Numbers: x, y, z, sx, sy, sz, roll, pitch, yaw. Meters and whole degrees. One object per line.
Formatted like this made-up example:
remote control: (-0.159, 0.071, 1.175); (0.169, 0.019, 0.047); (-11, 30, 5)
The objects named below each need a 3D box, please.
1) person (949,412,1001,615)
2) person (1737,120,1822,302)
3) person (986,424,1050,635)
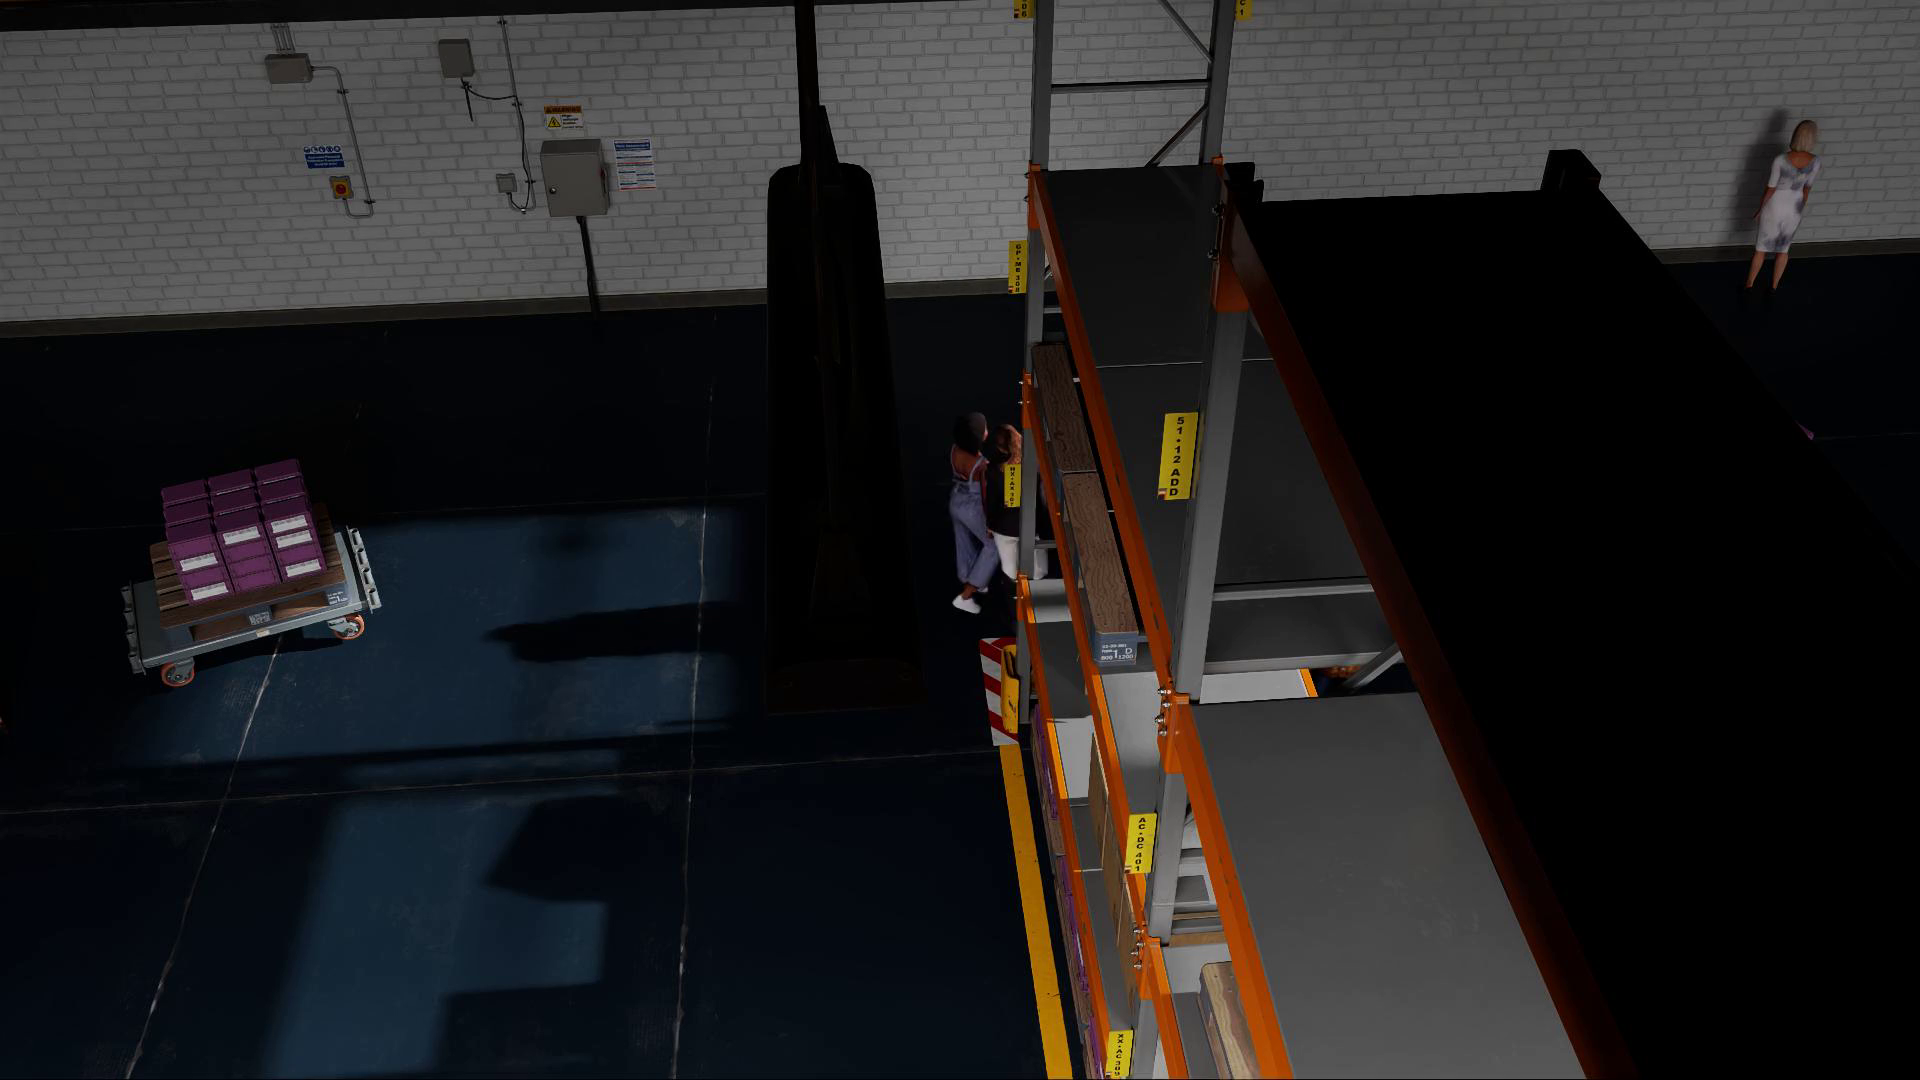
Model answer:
person: (0.040, -0.155, 11.693); (0.855, 1.687, 0.811); (-30, 47, -32)
person: (7.516, -2.997, 15.201); (0.613, 1.749, 0.590); (6, 39, 7)
person: (0.425, -0.024, 11.510); (0.829, 1.710, 0.698); (14, 41, 17)
